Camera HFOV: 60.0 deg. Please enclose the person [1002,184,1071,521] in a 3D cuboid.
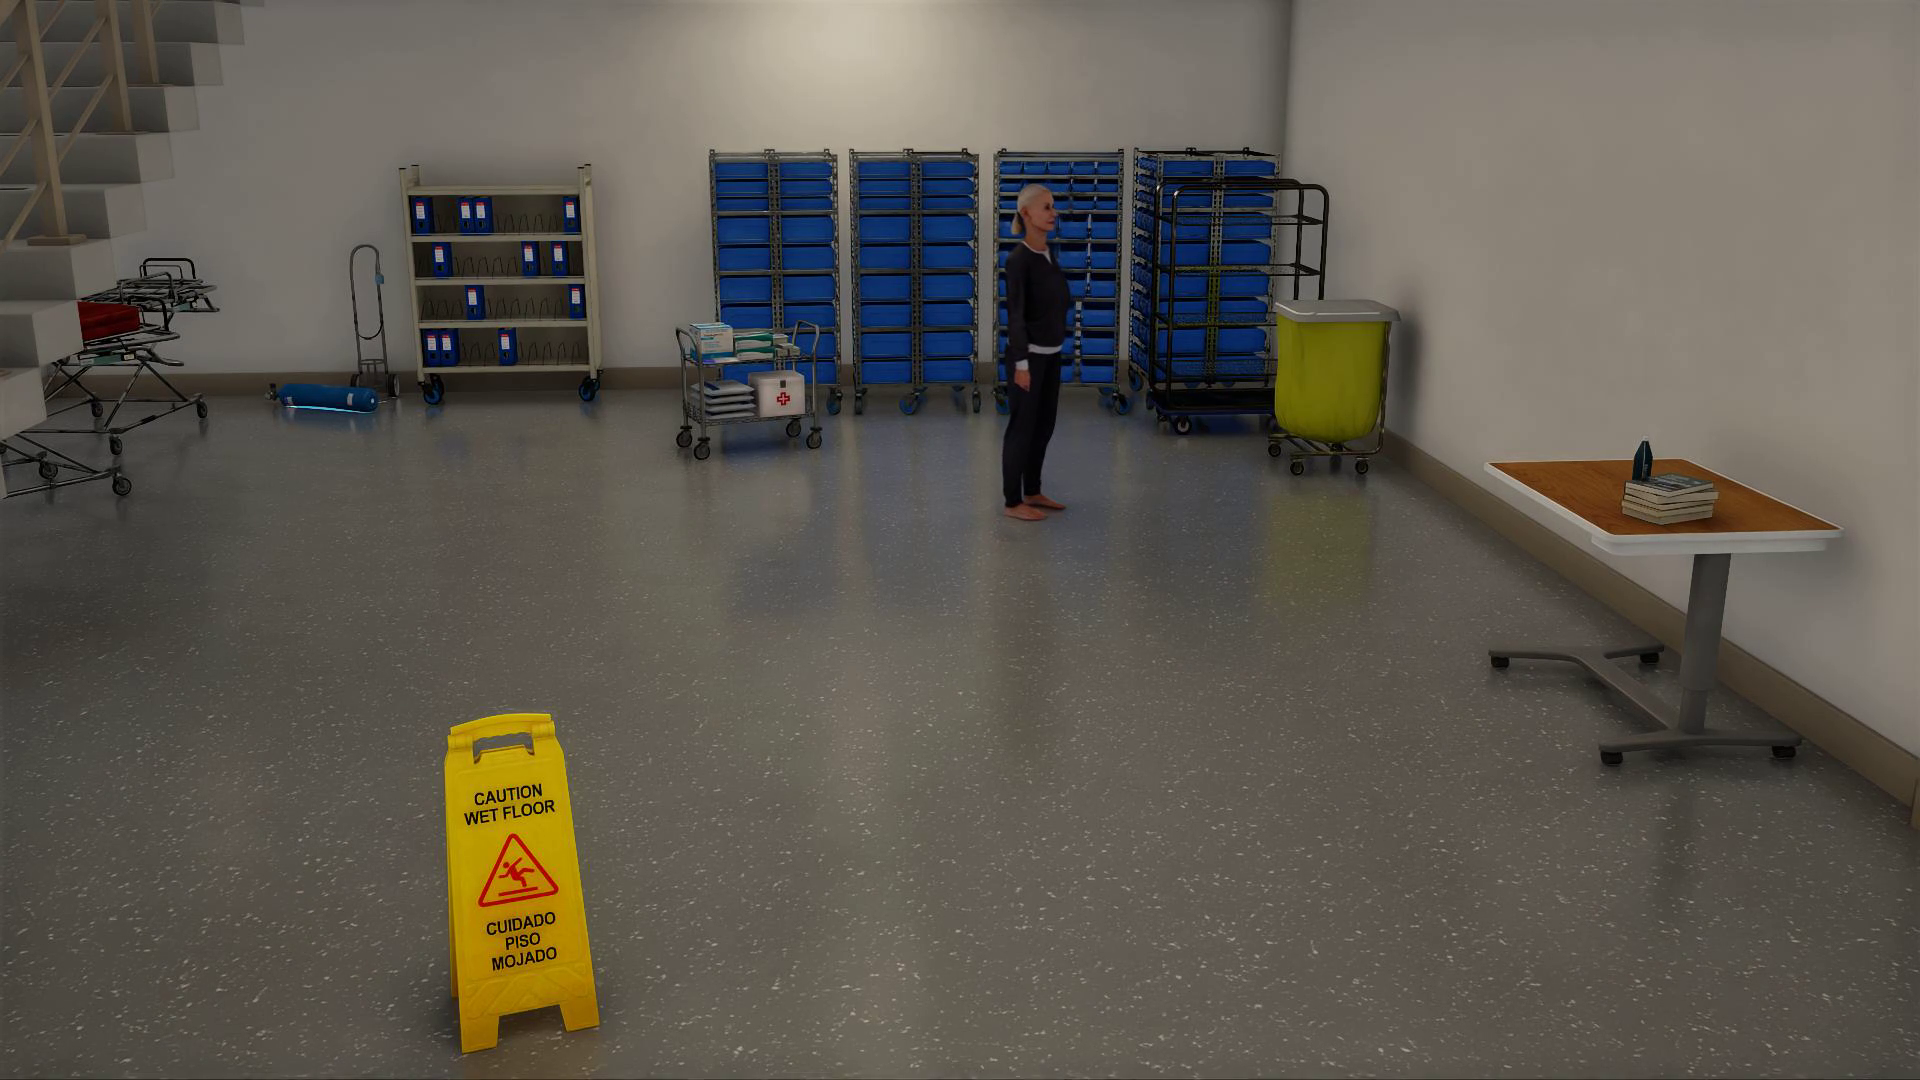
[{"bbox_3d":[0.378,-0.981,8.652,0.749,1.726,0.645,8,18,28],"label":"person"}]
